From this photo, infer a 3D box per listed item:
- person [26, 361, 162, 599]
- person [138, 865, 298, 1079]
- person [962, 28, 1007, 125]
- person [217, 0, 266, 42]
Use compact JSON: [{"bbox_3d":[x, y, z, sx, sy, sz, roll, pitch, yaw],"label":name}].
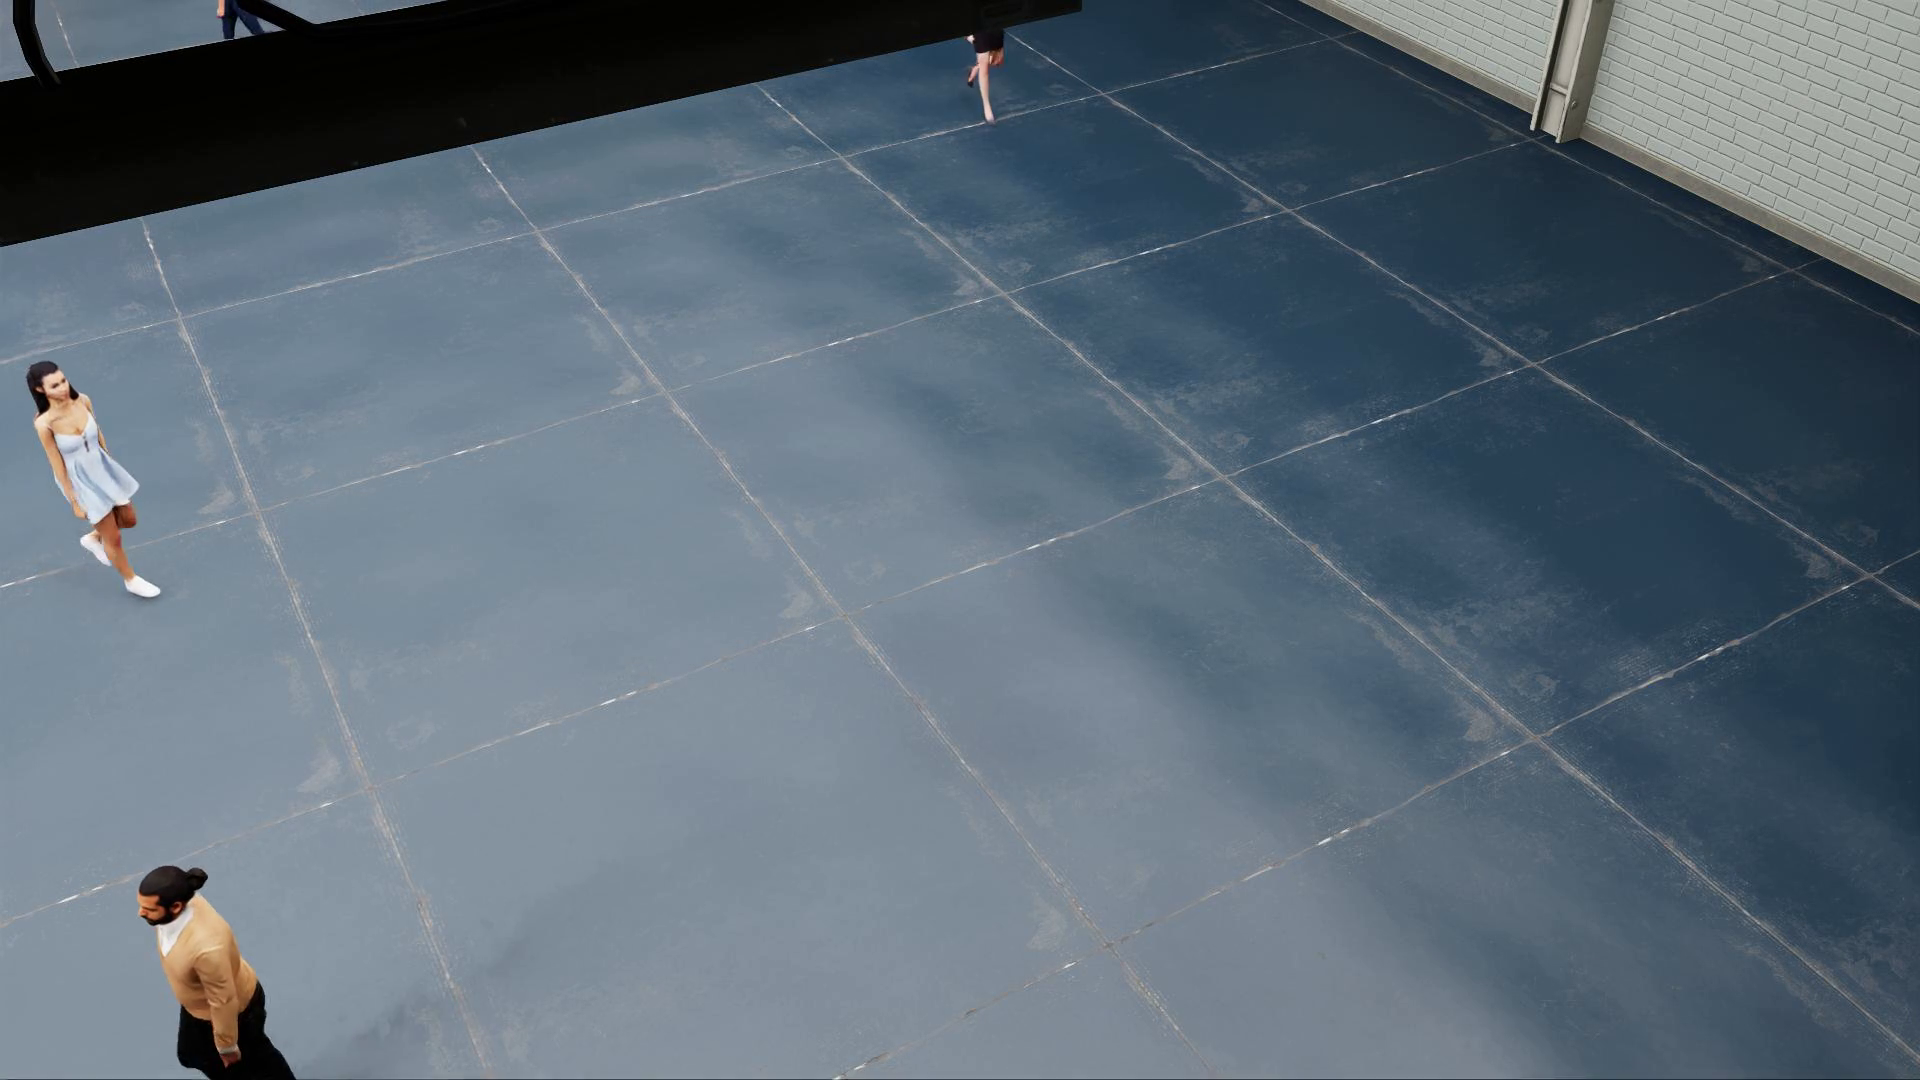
[{"bbox_3d":[-5.423,-0.366,10.256,0.919,1.719,0.832,14,40,17],"label":"person"},{"bbox_3d":[-3.148,1.970,7.249,0.664,1.746,0.813,29,47,32],"label":"person"},{"bbox_3d":[0.212,-4.942,16.052,0.635,1.784,0.924,-22,43,-26],"label":"person"},{"bbox_3d":[-7.159,-5.419,16.700,0.675,1.738,1.008,-19,42,-23],"label":"person"}]
